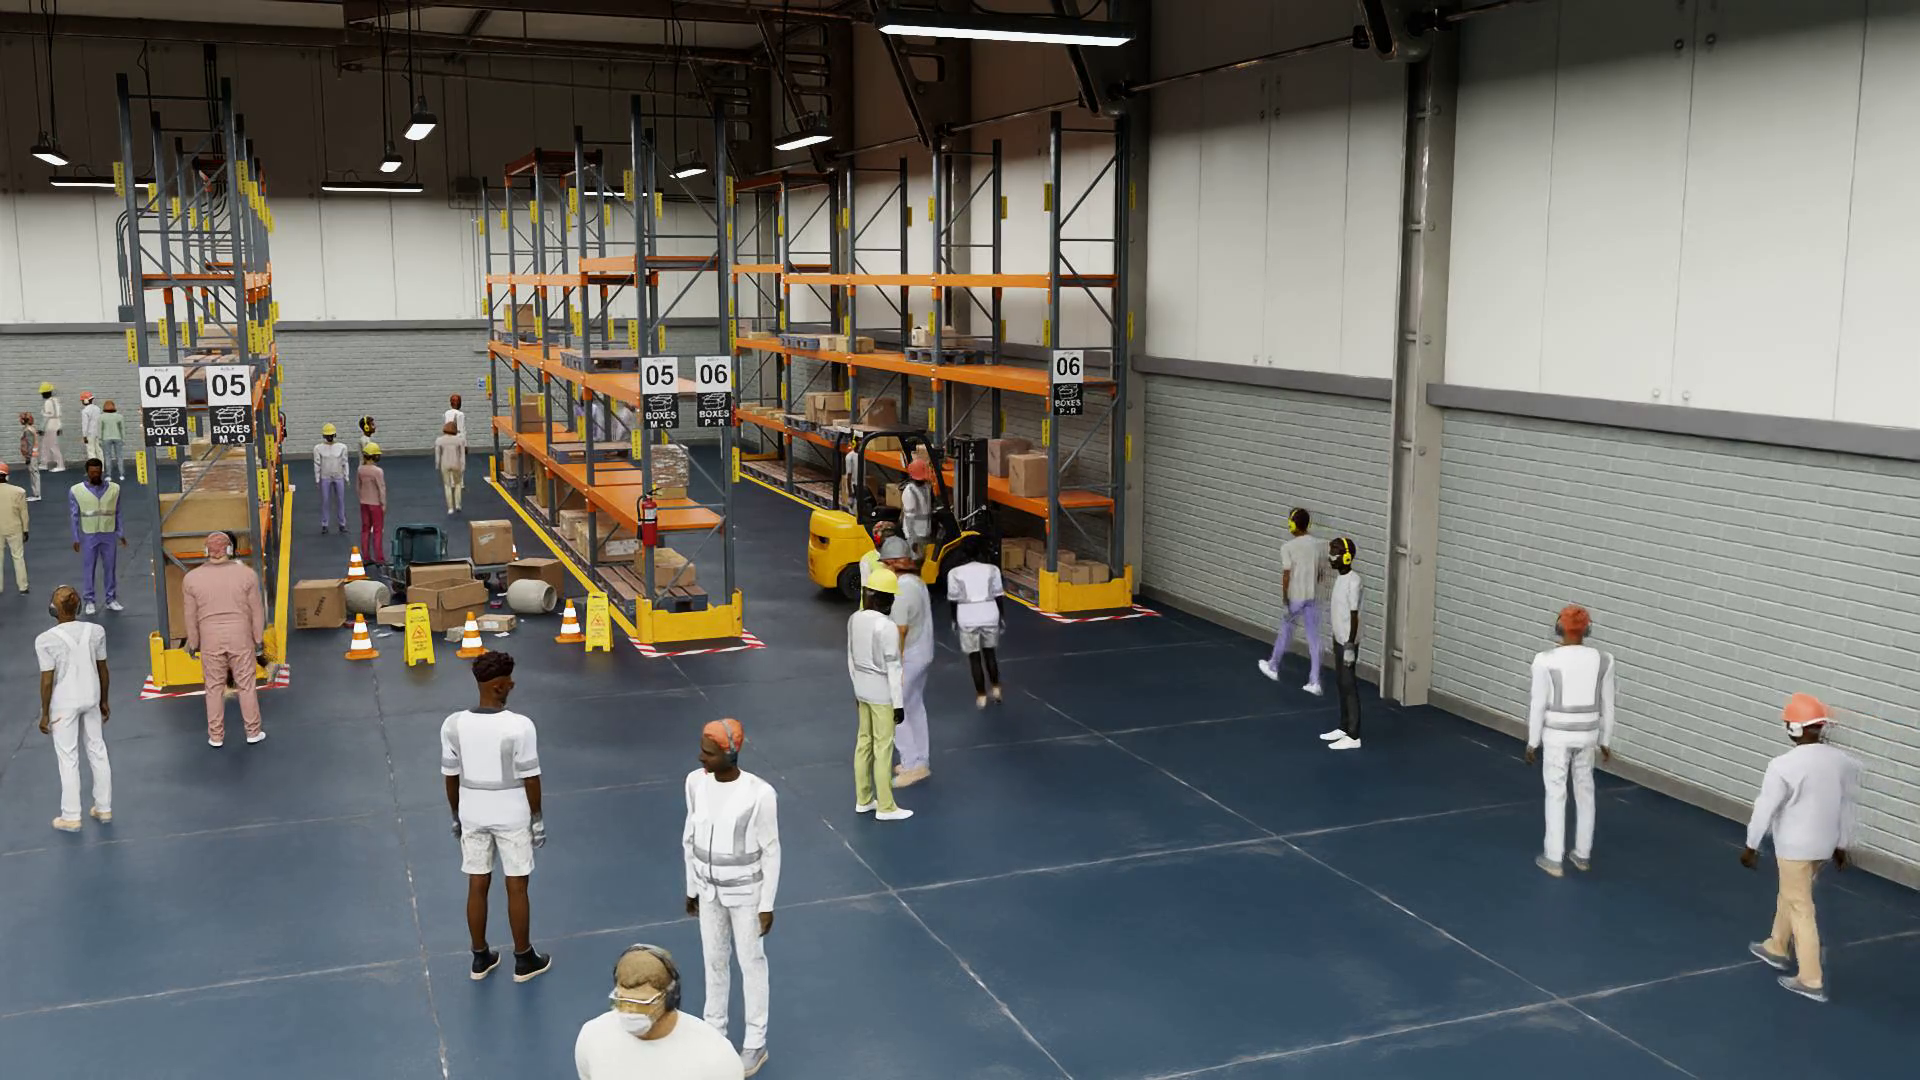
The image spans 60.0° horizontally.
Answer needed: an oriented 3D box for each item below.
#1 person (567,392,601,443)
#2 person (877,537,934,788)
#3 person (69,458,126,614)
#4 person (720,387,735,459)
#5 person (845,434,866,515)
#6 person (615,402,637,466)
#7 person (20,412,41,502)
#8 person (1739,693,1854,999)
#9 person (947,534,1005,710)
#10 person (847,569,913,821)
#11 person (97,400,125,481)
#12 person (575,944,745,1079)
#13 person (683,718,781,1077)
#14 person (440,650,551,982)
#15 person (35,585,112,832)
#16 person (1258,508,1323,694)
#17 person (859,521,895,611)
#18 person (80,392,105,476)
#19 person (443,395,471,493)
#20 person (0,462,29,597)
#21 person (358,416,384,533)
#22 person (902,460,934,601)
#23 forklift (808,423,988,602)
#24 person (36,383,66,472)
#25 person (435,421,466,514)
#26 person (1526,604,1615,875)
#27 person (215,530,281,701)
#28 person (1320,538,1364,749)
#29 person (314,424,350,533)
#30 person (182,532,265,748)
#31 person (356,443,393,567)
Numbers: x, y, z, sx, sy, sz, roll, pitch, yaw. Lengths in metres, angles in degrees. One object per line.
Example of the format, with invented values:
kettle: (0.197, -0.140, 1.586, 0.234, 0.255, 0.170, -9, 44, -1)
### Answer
person: (-7.543, -2.073, 33.391, 0.688, 1.825, 0.437, 0, 9, 0)
person: (-0.480, 0.965, 13.570, 0.540, 2.000, 0.716, 2, 9, 15)
person: (-10.585, -0.061, 20.422, 0.597, 1.915, 0.370, -9, 12, -44)
person: (-5.185, -2.728, 37.240, 0.399, 1.907, 0.644, -3, 9, -18)
person: (-1.503, -0.665, 24.391, 0.333, 1.864, 0.515, 3, 10, 21)
person: (-6.590, -1.978, 32.901, 0.686, 1.782, 0.611, -1, 9, -9)
person: (-17.050, -1.525, 30.501, 0.310, 1.642, 0.514, -4, 10, -25)
person: (4.819, 1.735, 9.700, 0.588, 1.719, 0.771, -3, 10, -21)
person: (0.146, 0.778, 15.939, 0.550, 1.669, 0.541, -2, 9, -12)
person: (-0.612, 1.173, 12.654, 0.382, 1.917, 0.584, -7, 12, -38)
person: (-17.128, -2.005, 33.585, 0.505, 1.624, 0.296, -8, 12, -40)
person: (-1.024, 2.278, 5.665, 0.632, 1.931, 0.365, 4, 10, 21)
person: (-1.192, 1.832, 8.612, 0.574, 1.881, 0.358, 5, 10, 30)
person: (-2.709, 1.615, 9.739, 0.600, 1.958, 0.377, 2, 9, 12)
person: (-6.608, 1.247, 12.413, 0.337, 1.845, 0.514, 6, 11, 34)
person: (3.383, 0.584, 16.675, 0.518, 1.819, 0.975, -3, 9, -17)
person: (-0.741, 0.730, 15.658, 0.389, 1.847, 0.563, 5, 10, 29)
person: (-18.009, -2.202, 34.446, 0.350, 1.743, 0.563, 1, 9, 4)
person: (-9.583, -1.826, 31.656, 0.575, 1.880, 0.358, 7, 11, 38)
person: (-12.335, -0.142, 21.484, 0.563, 1.742, 0.360, -4, 10, -25)
person: (-9.499, -1.051, 26.784, 0.329, 1.877, 0.507, -3, 10, -18)
person: (-0.503, -0.074, 20.623, 0.413, 1.891, 0.654, 4, 10, 26)
forklift: (-0.830, -0.399, 21.676, 2.313, 2.155, 1.214, -4, 10, -21)
person: (-19.265, -2.361, 34.989, 0.743, 1.888, 0.605, -3, 10, -21)
person: (-8.883, -1.275, 29.023, 0.526, 1.592, 0.690, -2, 9, -13)
person: (4.220, 1.372, 11.514, 0.585, 1.883, 0.346, 0, 9, -2)
person: (-7.025, 0.728, 16.196, 0.623, 1.680, 0.540, -4, 10, -23)
person: (3.363, 0.898, 14.575, 0.327, 1.861, 0.510, 0, 9, -3)
person: (-10.089, -0.988, 26.728, 0.534, 1.767, 0.320, -4, 10, -26)
person: (-6.436, 0.874, 14.590, 0.639, 1.902, 0.407, -3, 10, -19)
person: (-8.340, -0.498, 23.643, 0.526, 1.768, 0.331, 5, 10, 30)
